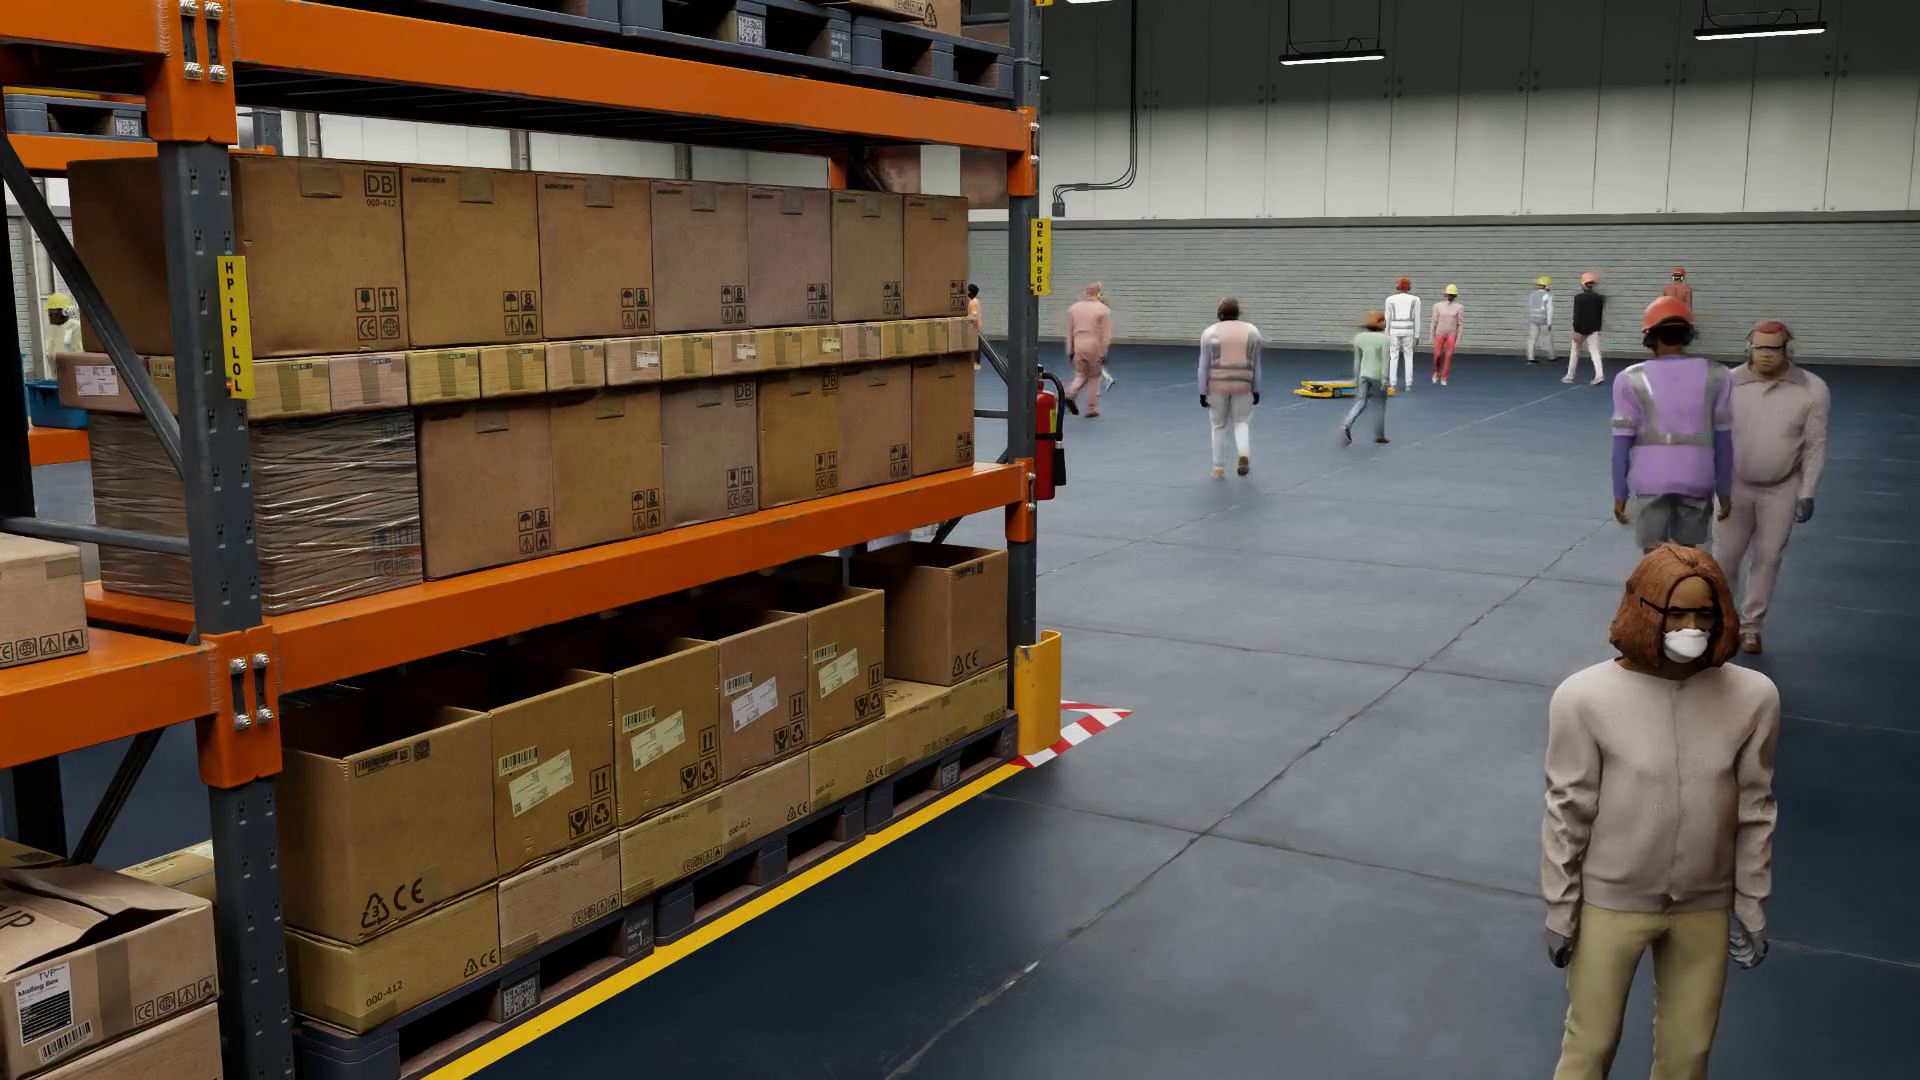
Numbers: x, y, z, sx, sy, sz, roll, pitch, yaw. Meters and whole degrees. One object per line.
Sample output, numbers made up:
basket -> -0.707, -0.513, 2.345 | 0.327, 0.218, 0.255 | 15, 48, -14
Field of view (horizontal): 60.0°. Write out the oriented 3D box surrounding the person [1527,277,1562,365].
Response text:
person -> 12.042, -4.506, 34.246 | 0.902, 1.785, 0.625 | -6, 11, -31

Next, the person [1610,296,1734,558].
person -> 3.842, -0.308, 9.026 | 0.637, 2.010, 0.538 | 2, 10, 10

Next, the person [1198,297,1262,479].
person -> 2.680, -1.503, 16.560 | 0.645, 1.826, 0.510 | 0, 10, -2

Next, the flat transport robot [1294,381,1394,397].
flat transport robot -> 6.105, -2.417, 26.462 | 1.431, 0.197, 0.652 | -4, 10, -20

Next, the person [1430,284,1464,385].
person -> 8.385, -3.528, 28.645 | 0.543, 1.741, 0.427 | 2, 10, 10

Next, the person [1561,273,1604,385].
person -> 10.907, -3.661, 28.866 | 0.639, 1.948, 1.029 | -2, 10, -14

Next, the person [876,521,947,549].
person -> -0.287, -0.188, 9.117 | 0.555, 1.727, 0.835 | 9, 13, 43

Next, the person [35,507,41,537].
person -> -5.852, -0.305, 10.257 | 0.506, 1.585, 0.868 | 8, 13, 41

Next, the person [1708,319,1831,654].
person -> 4.435, -0.274, 9.230 | 0.642, 1.881, 0.597 | 4, 11, 23

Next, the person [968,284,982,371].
person -> 0.259, -4.116, 32.239 | 0.317, 1.695, 0.540 | 1, 10, 6

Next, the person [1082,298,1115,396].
person -> 2.189, -3.088, 26.434 | 0.423, 1.618, 0.541 | 2, 10, 10

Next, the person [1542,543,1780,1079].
person -> 1.515, 0.806, 3.641 | 0.493, 1.624, 0.280 | 0, 10, -1

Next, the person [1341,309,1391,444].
person -> 4.817, -1.912, 19.600 | 0.704, 1.612, 0.504 | -8, 12, -38

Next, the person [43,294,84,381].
person -> -10.179, -1.874, 18.822 | 0.609, 1.787, 0.883 | 4, 10, 20

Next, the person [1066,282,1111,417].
person -> 1.752, -2.612, 22.911 | 0.655, 1.880, 0.549 | 7, 12, 37

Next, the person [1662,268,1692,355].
person -> 14.647, -4.563, 34.010 | 0.608, 1.989, 0.387 | 7, 12, 36

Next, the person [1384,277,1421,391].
person -> 7.313, -3.403, 27.520 | 0.583, 1.881, 0.337 | 2, 10, 12
